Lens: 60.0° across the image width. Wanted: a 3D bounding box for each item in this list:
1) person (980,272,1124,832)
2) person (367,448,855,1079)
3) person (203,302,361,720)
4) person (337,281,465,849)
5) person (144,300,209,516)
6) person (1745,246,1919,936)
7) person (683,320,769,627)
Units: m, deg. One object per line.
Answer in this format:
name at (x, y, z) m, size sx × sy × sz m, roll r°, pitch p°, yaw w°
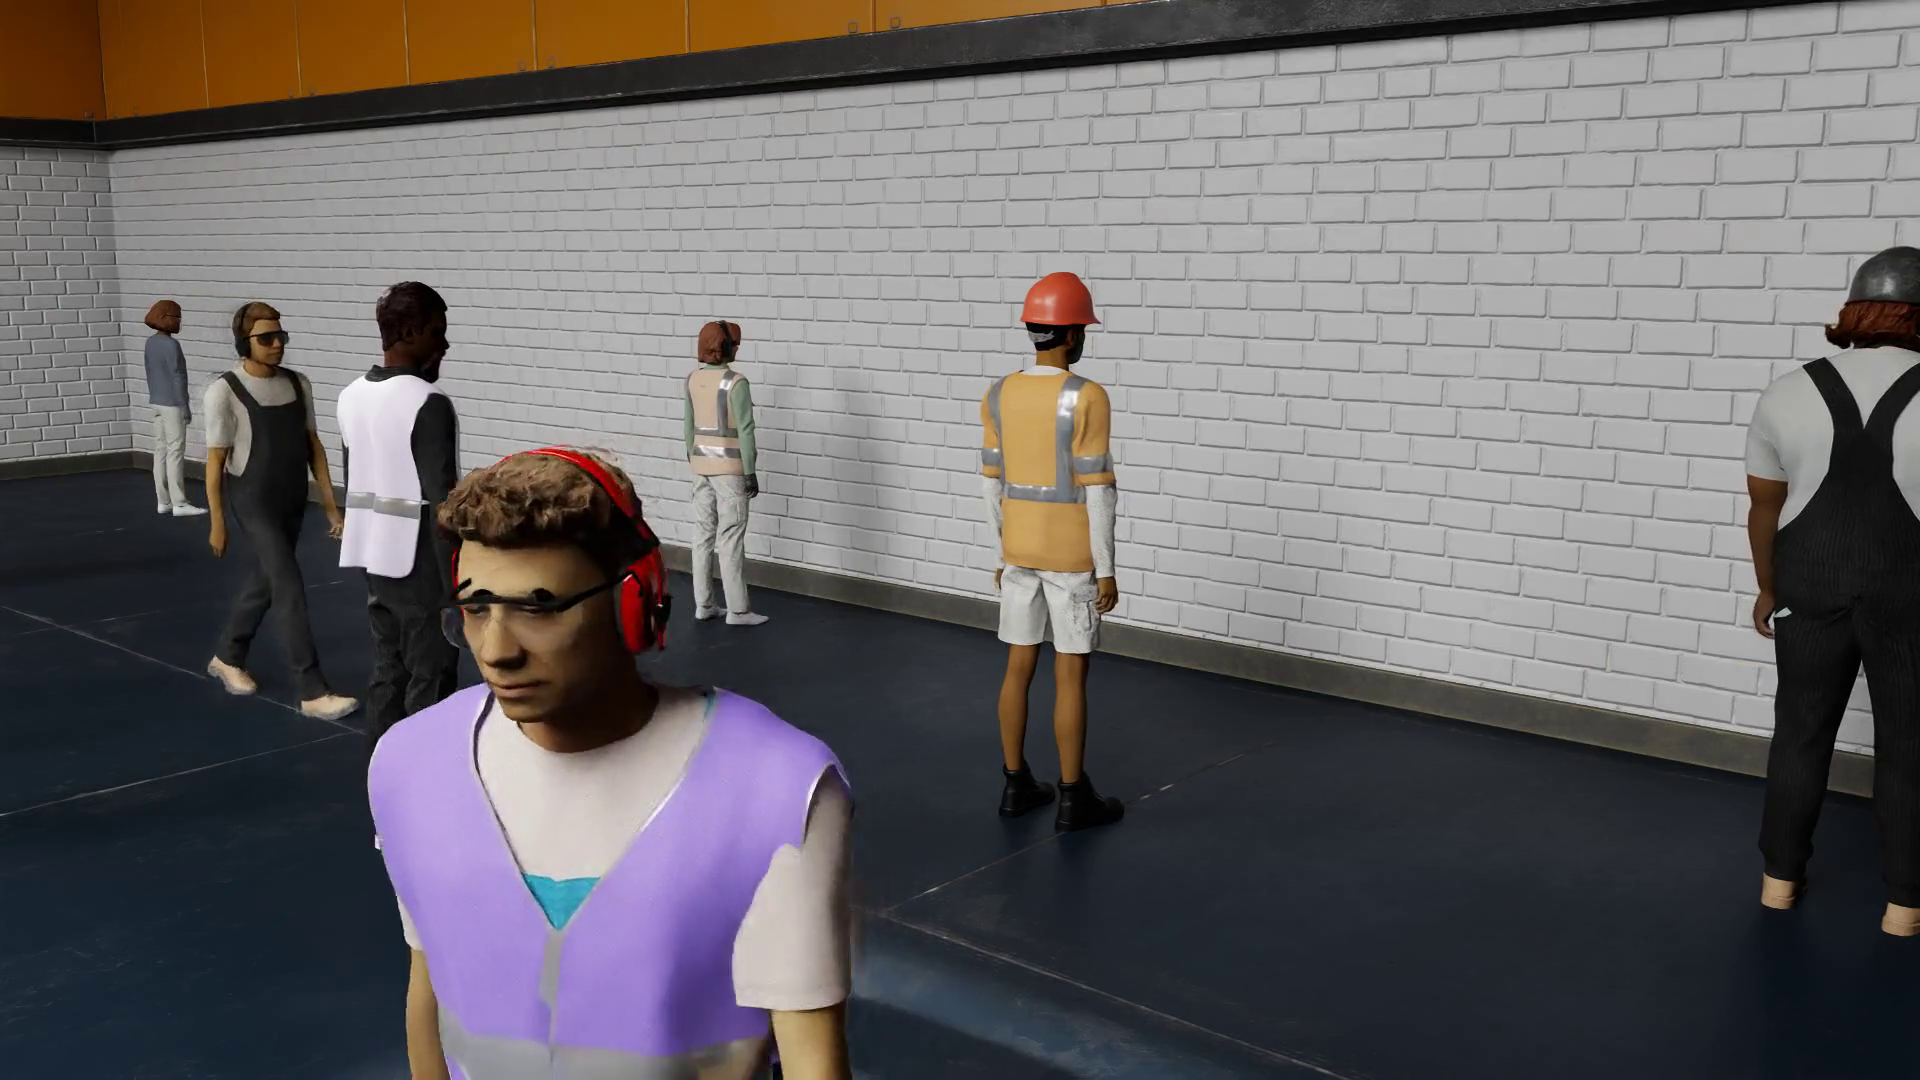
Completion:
person at (0.332, 0.044, 5.821) m, size 0.542 × 1.939 × 0.365 m, roll 9°, pitch 13°, yaw 41°
person at (-0.389, 0.806, 1.832) m, size 0.598 × 1.817 × 0.689 m, roll 2°, pitch 10°, yaw 11°
person at (-3.060, -0.139, 7.284) m, size 0.981 × 1.809 × 0.514 m, roll 4°, pitch 11°, yaw 23°
person at (-1.815, 0.115, 5.491) m, size 0.586 × 1.914 × 0.391 m, roll 9°, pitch 13°, yaw 41°
person at (-5.988, -0.999, 12.628) m, size 0.497 × 1.633 × 0.279 m, roll 9°, pitch 13°, yaw 41°
person at (2.734, 0.139, 4.990) m, size 0.672 × 2.000 × 0.536 m, roll 9°, pitch 13°, yaw 41°
person at (-1.278, -0.353, 8.925) m, size 0.512 × 1.642 × 0.312 m, roll 9°, pitch 13°, yaw 41°
